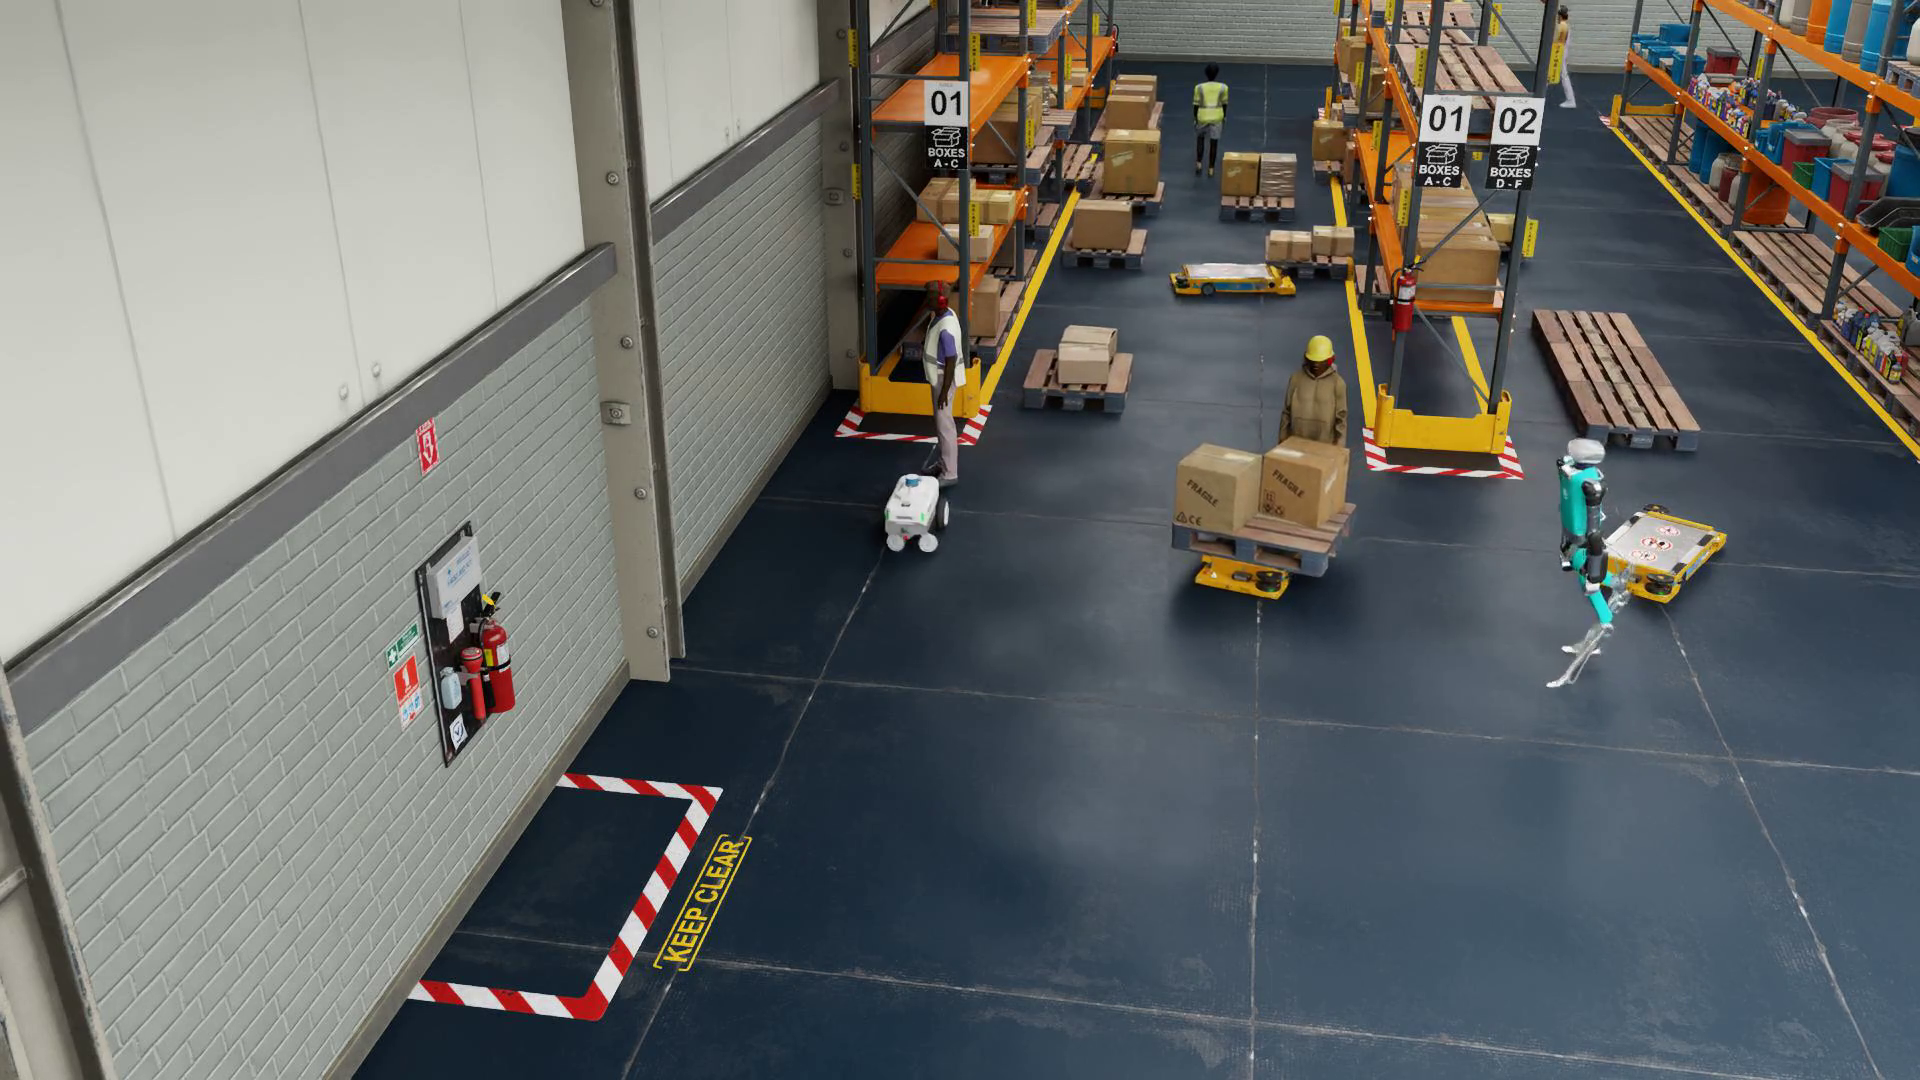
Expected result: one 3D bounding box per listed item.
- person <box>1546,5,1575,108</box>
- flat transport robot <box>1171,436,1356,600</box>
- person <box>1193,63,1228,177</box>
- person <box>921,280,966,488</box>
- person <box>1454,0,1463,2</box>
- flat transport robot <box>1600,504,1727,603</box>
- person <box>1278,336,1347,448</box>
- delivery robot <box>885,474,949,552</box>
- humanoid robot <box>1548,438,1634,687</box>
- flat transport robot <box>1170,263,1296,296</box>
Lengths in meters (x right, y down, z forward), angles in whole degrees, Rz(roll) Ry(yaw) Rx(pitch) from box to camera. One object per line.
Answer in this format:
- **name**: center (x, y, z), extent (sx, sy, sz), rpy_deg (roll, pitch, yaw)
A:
- **person**: center (10.982, -8.901, 30.603), extent (1.029, 1.798, 0.486), rpy_deg (14, 28, 27)
- **flat transport robot**: center (2.418, 0.060, 13.229), extent (0.659, 0.231, 1.431), rpy_deg (12, 28, 24)
- **person**: center (3.835, -6.472, 25.555), extent (0.548, 1.670, 0.768), rpy_deg (3, 25, 5)
- **person**: center (-0.144, -1.358, 14.403), extent (0.378, 1.842, 0.568), rpy_deg (-3, 25, -6)
- **person**: center (9.395, -9.395, 31.698), extent (0.522, 1.768, 0.310), rpy_deg (14, 29, 28)
- **flat transport robot**: center (5.507, 0.098, 13.149), extent (0.659, 0.231, 1.431), rpy_deg (19, 31, 35)
- **person**: center (2.825, -0.810, 13.333), extent (0.542, 1.757, 0.414), rpy_deg (10, 27, 21)
- **delivery robot**: center (-0.371, -0.255, 13.568), extent (0.524, 0.597, 0.768), rpy_deg (4, 25, 8)
- **humanoid robot**: center (4.387, 0.147, 11.316), extent (0.814, 1.774, 0.539), rpy_deg (-2, 25, -5)
- **flat transport robot**: center (3.289, -3.144, 20.086), extent (1.431, 0.231, 0.659), rpy_deg (1, 25, 1)
